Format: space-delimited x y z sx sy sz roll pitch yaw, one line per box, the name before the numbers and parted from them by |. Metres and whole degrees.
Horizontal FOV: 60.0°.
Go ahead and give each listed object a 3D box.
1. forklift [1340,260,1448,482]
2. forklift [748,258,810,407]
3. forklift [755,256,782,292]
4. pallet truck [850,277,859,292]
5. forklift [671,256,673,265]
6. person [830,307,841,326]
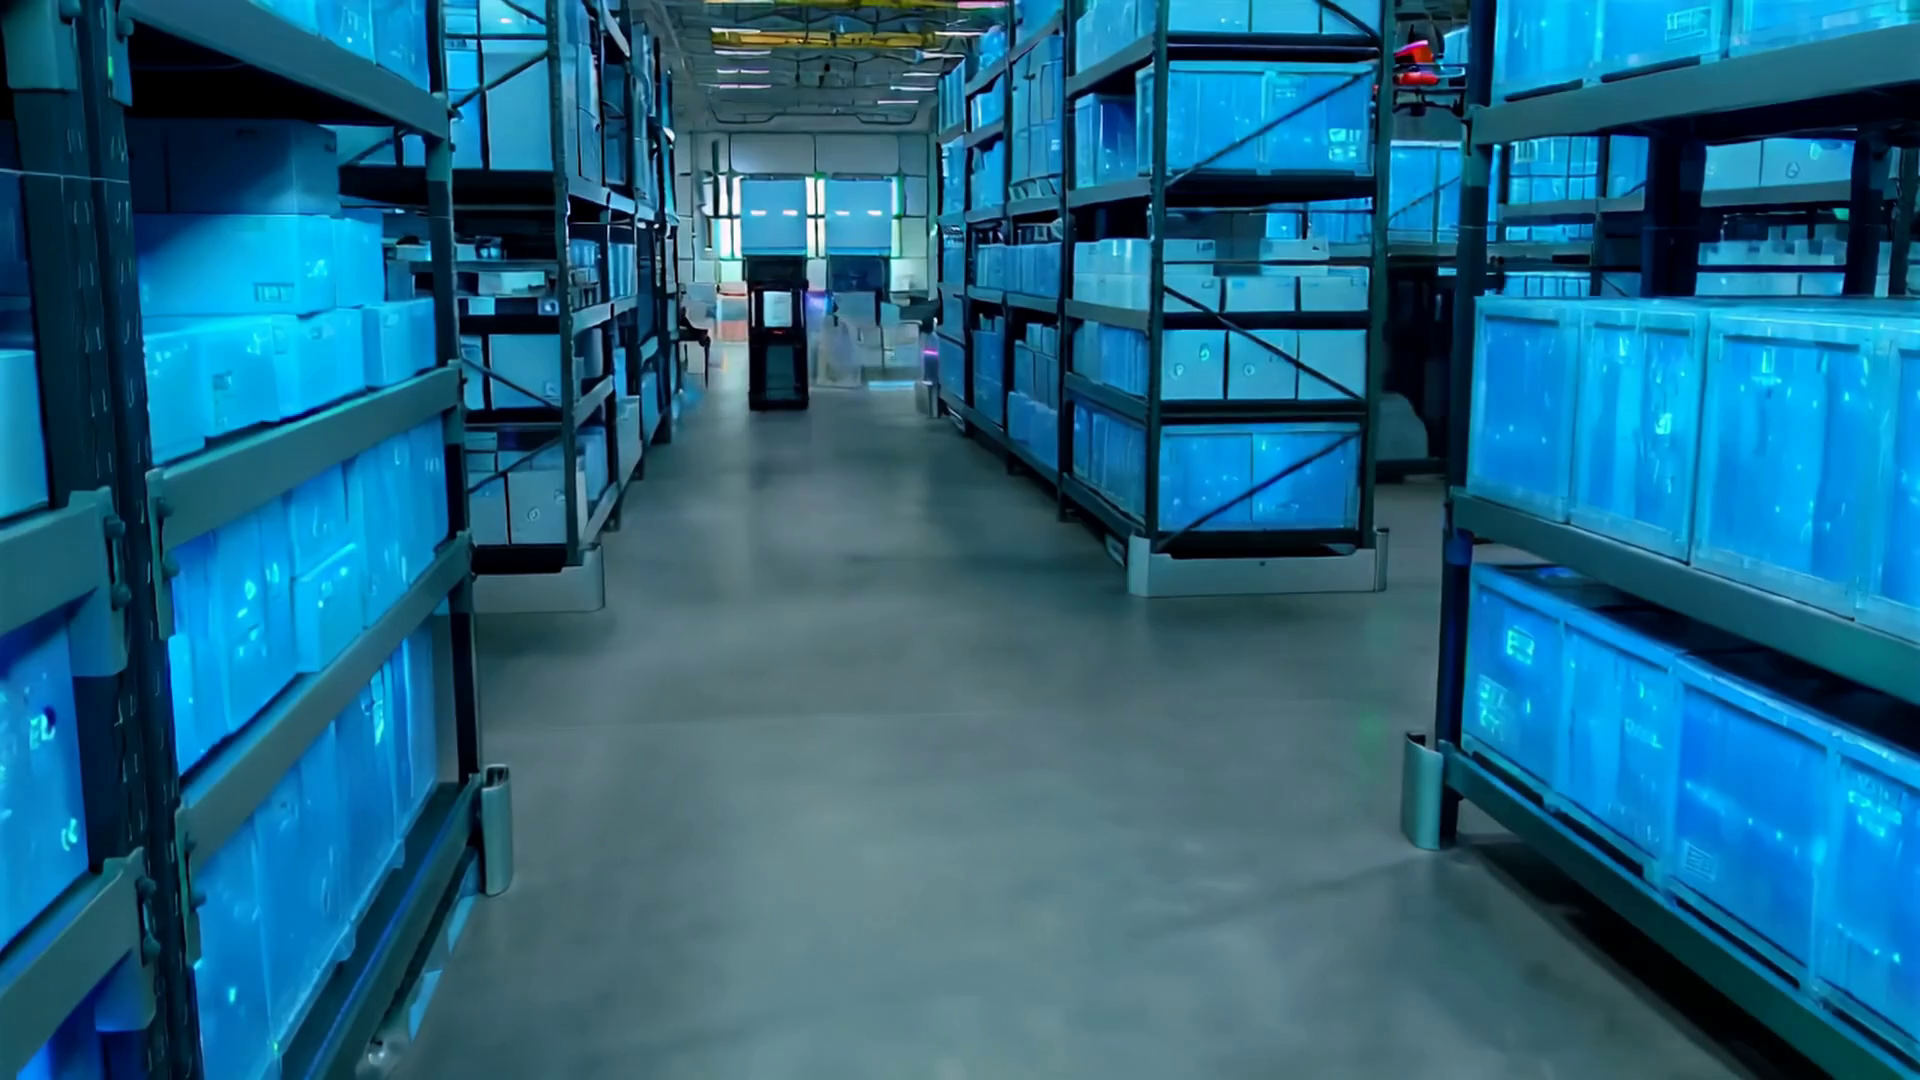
forklift | 5.737 -2.195 21.344 1.873 2.768 1.129 -1 10 -7
forklift | -3.479 -4.002 31.866 1.129 2.768 1.873 -1 10 -4
forklift | -6.827 -8.743 59.466 1.129 2.768 1.873 4 10 21
pallet truck | -3.782 -9.391 65.808 1.885 1.965 0.823 2 10 10
forklift | -11.044 -9.145 61.805 1.129 2.768 1.873 -1 10 -7
person | -2.984 -4.865 40.558 0.644 1.622 0.520 -3 10 -18
